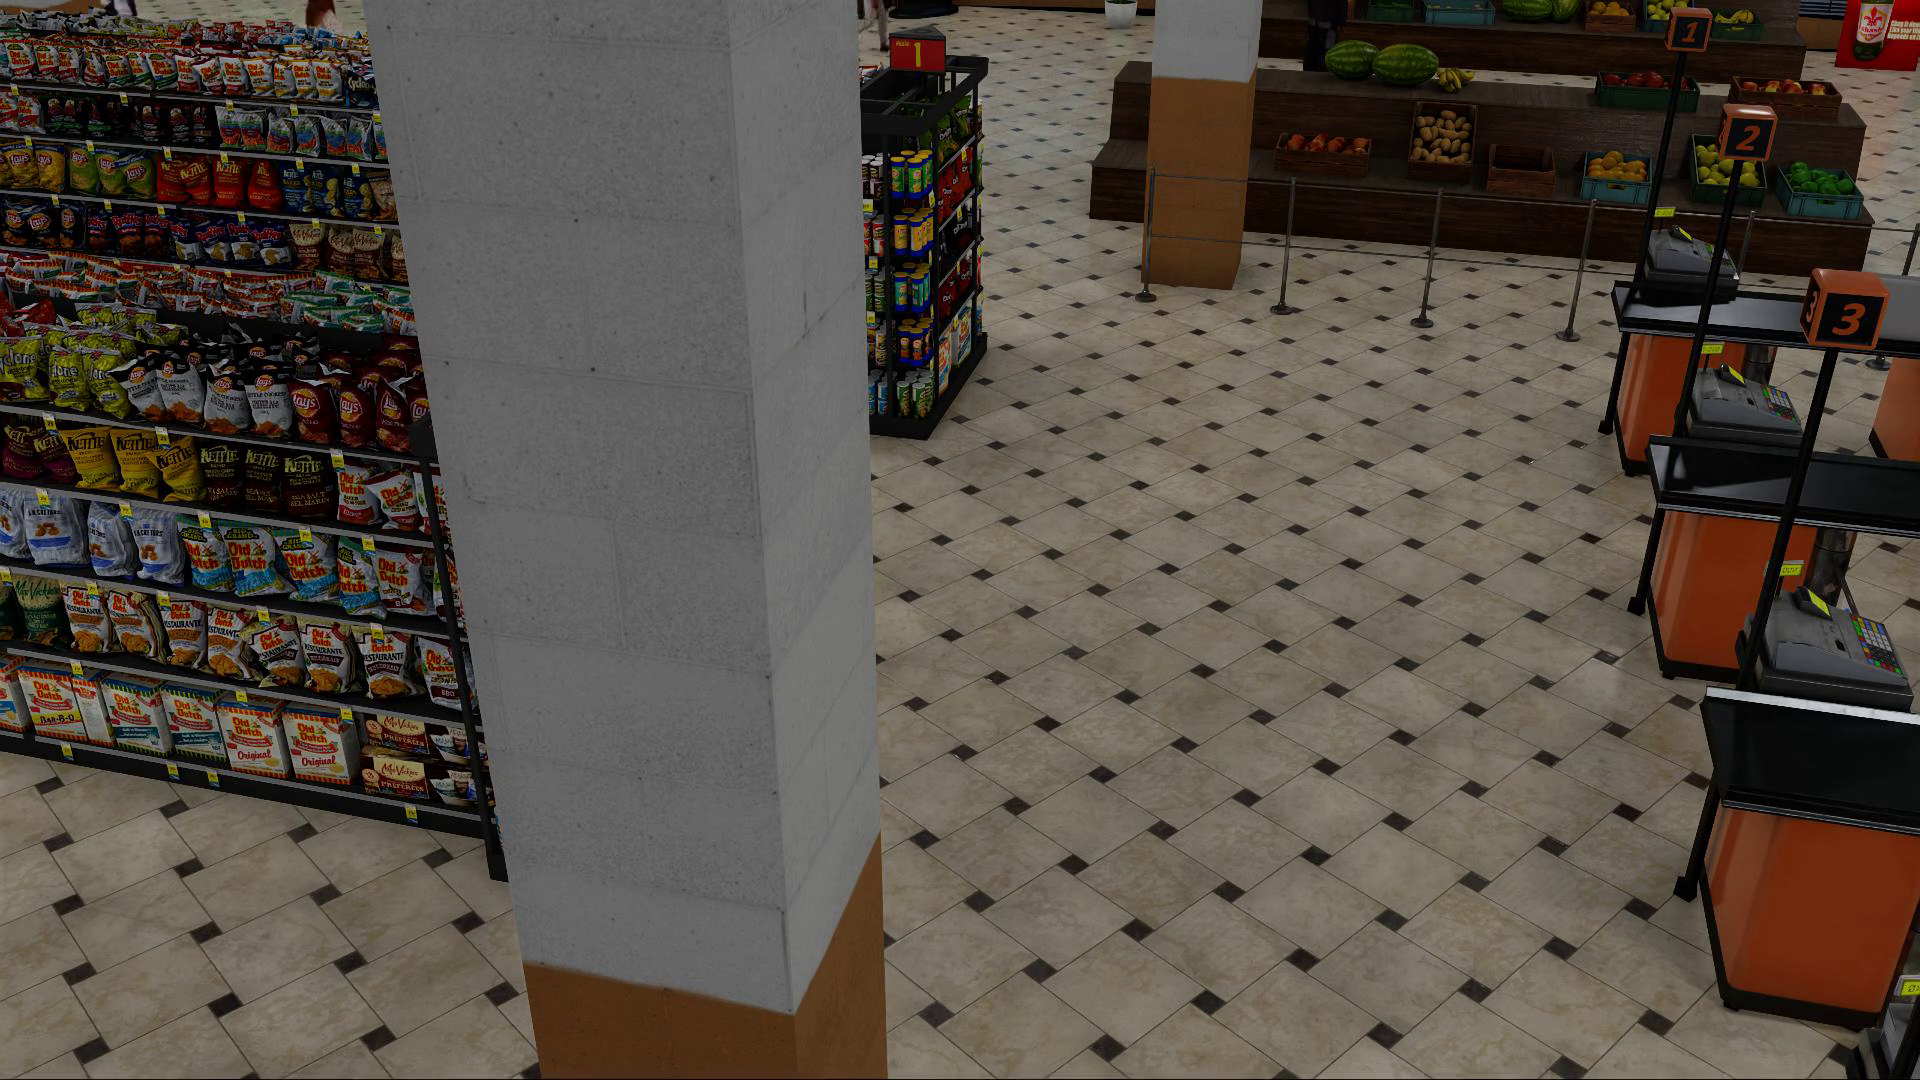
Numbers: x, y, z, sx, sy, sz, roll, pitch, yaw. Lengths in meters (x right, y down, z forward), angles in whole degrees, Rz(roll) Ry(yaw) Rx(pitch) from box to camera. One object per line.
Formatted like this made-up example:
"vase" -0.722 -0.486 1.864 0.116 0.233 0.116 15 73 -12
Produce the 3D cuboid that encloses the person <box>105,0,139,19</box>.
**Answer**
"person" -8.951 -5.433 17.795 0.756 1.216 0.626 18 33 30

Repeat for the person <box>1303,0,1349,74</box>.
"person" 3.755 -5.415 17.127 0.846 1.824 0.786 -15 32 -26
